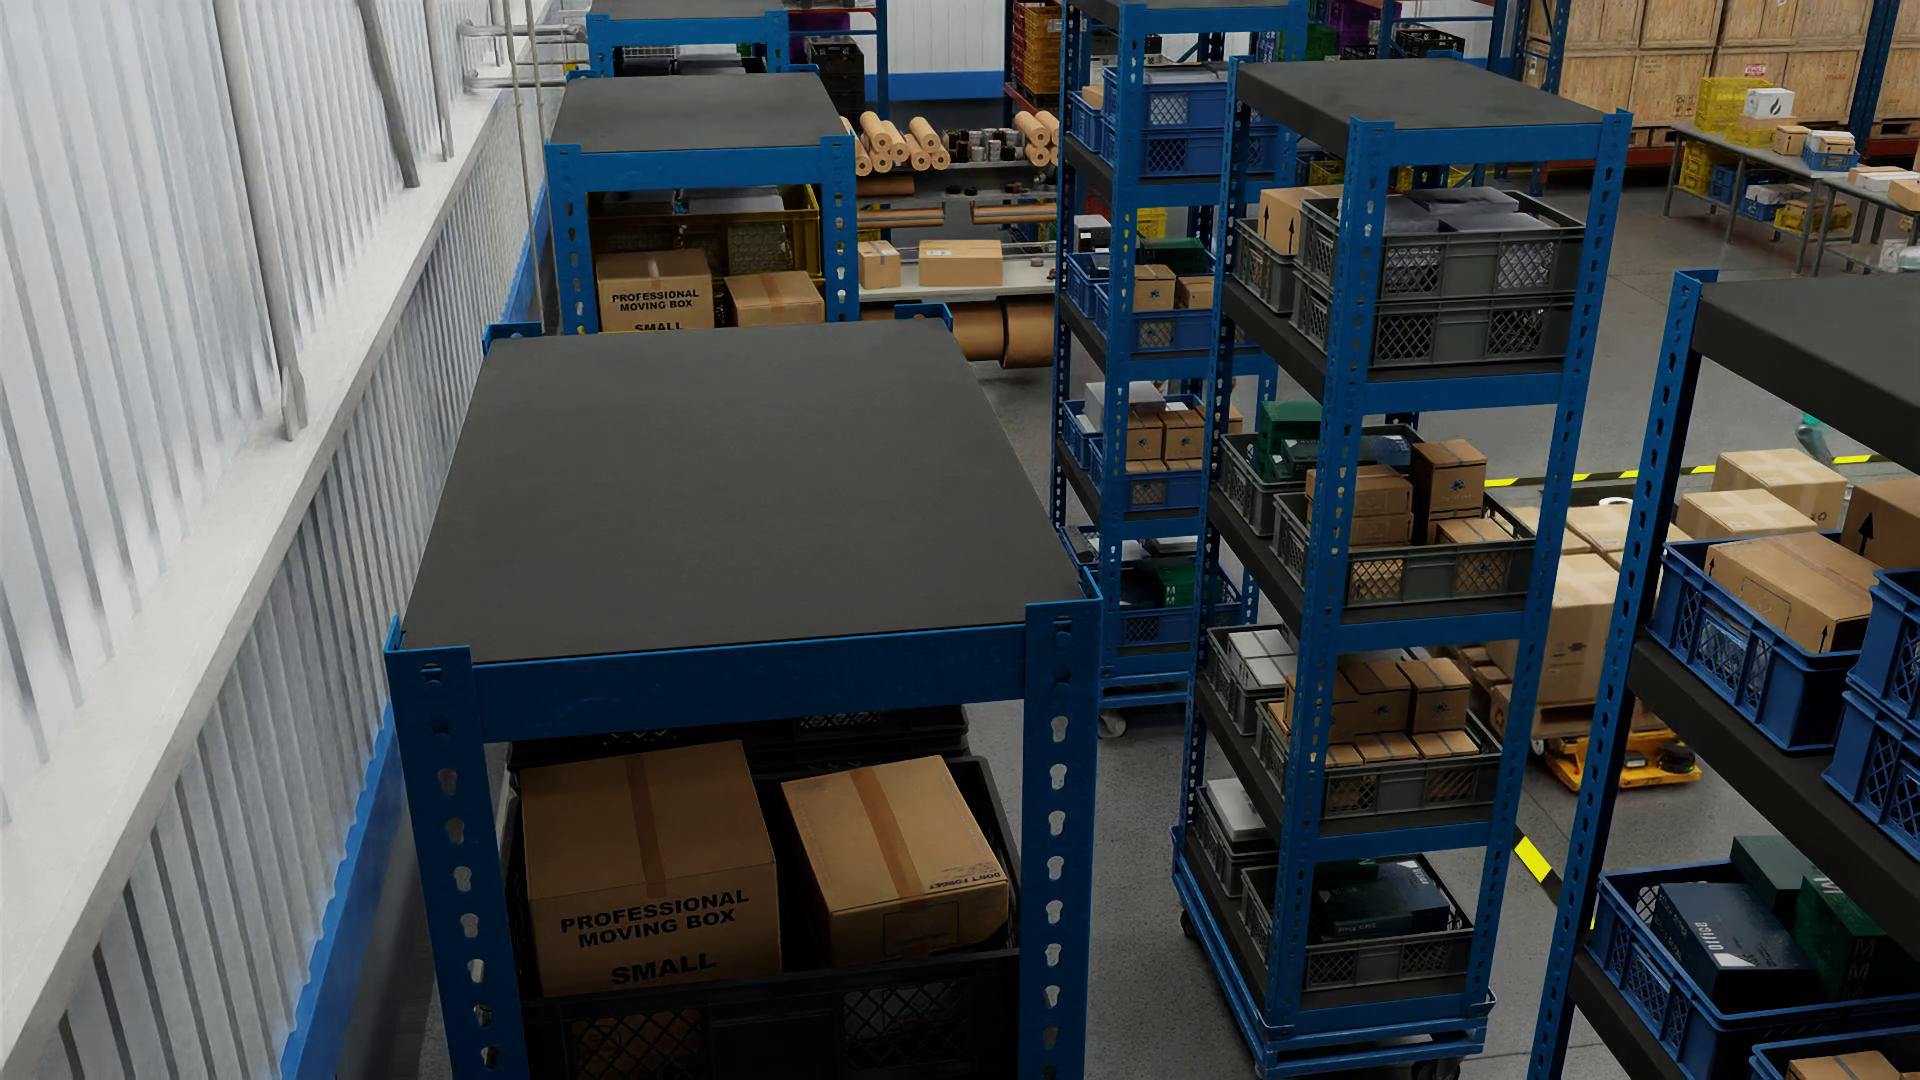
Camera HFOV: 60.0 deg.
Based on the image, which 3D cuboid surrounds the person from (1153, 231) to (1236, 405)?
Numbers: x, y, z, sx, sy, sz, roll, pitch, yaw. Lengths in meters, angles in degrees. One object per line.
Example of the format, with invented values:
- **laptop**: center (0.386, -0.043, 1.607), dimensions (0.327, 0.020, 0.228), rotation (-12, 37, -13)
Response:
- **person**: center (1.531, -1.099, 10.794), dimensions (0.588, 1.853, 0.393), rotation (-2, 25, -5)

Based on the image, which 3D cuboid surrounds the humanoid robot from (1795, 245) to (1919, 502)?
- **humanoid robot**: center (5.775, -1.102, 10.777), dimensions (0.735, 1.677, 0.533), rotation (14, 28, 27)

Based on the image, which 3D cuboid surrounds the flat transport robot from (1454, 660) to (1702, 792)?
- **flat transport robot**: center (3.112, 0.805, 8.516), dimensions (0.652, 0.197, 1.431), rotation (-4, 25, -8)
